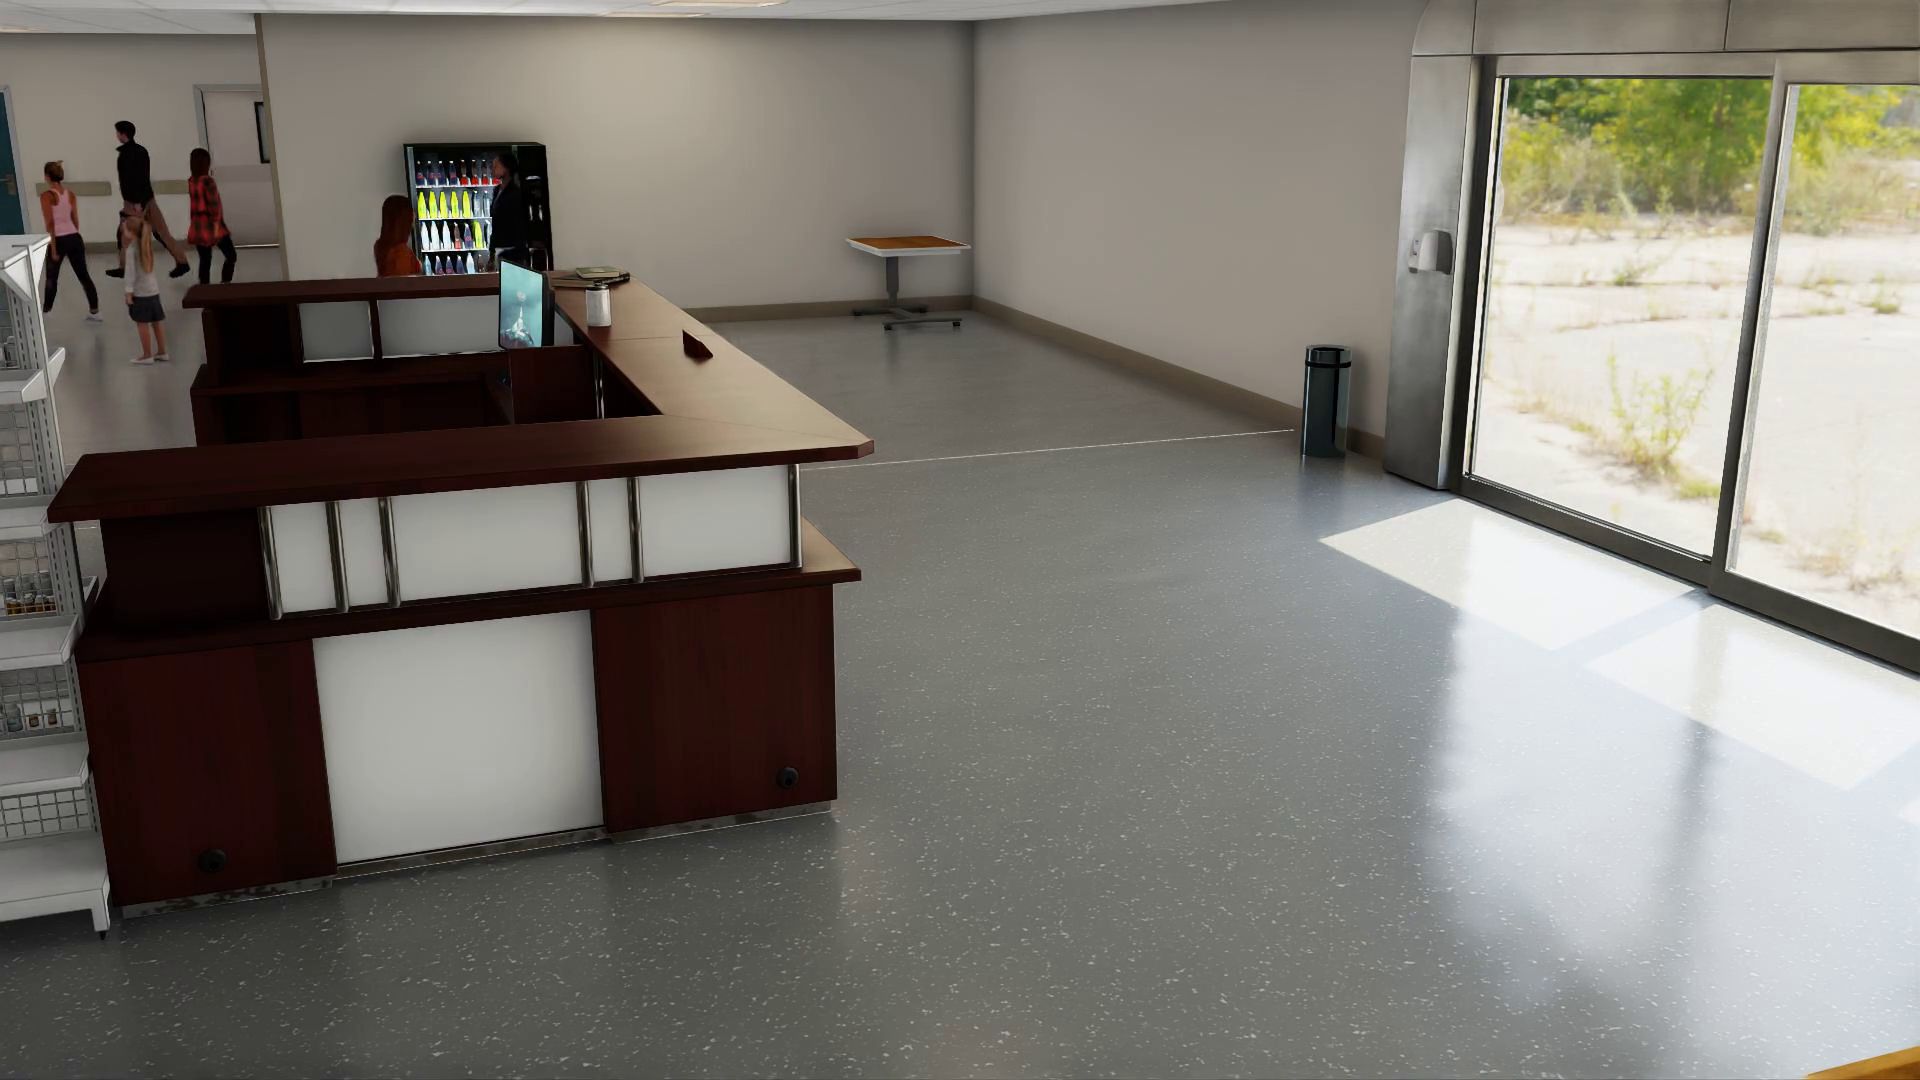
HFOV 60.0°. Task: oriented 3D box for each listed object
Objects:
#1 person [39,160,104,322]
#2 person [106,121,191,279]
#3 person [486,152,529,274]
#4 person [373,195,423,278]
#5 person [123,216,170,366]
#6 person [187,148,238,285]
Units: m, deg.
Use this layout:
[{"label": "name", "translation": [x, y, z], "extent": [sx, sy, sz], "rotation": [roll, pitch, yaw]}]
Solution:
[{"label": "person", "translation": [-8.895, -2.942, 16.653], "extent": [1.091, 1.593, 1.044], "rotation": [8, 17, 25]}, {"label": "person", "translation": [-9.804, -4.054, 20.080], "extent": [1.378, 1.873, 1.061], "rotation": [1, 16, 4]}, {"label": "person", "translation": [-3.783, -2.402, 14.337], "extent": [1.129, 1.808, 0.782], "rotation": [-10, 19, -32]}, {"label": "person", "translation": [-3.759, -1.397, 10.959], "extent": [0.810, 1.707, 0.744], "rotation": [-12, 20, -37]}, {"label": "person", "translation": [-7.143, -2.196, 14.575], "extent": [0.646, 1.276, 0.606], "rotation": [3, 16, 10]}, {"label": "person", "translation": [-8.099, -3.306, 17.762], "extent": [0.752, 1.691, 0.810], "rotation": [8, 17, 25]}]
